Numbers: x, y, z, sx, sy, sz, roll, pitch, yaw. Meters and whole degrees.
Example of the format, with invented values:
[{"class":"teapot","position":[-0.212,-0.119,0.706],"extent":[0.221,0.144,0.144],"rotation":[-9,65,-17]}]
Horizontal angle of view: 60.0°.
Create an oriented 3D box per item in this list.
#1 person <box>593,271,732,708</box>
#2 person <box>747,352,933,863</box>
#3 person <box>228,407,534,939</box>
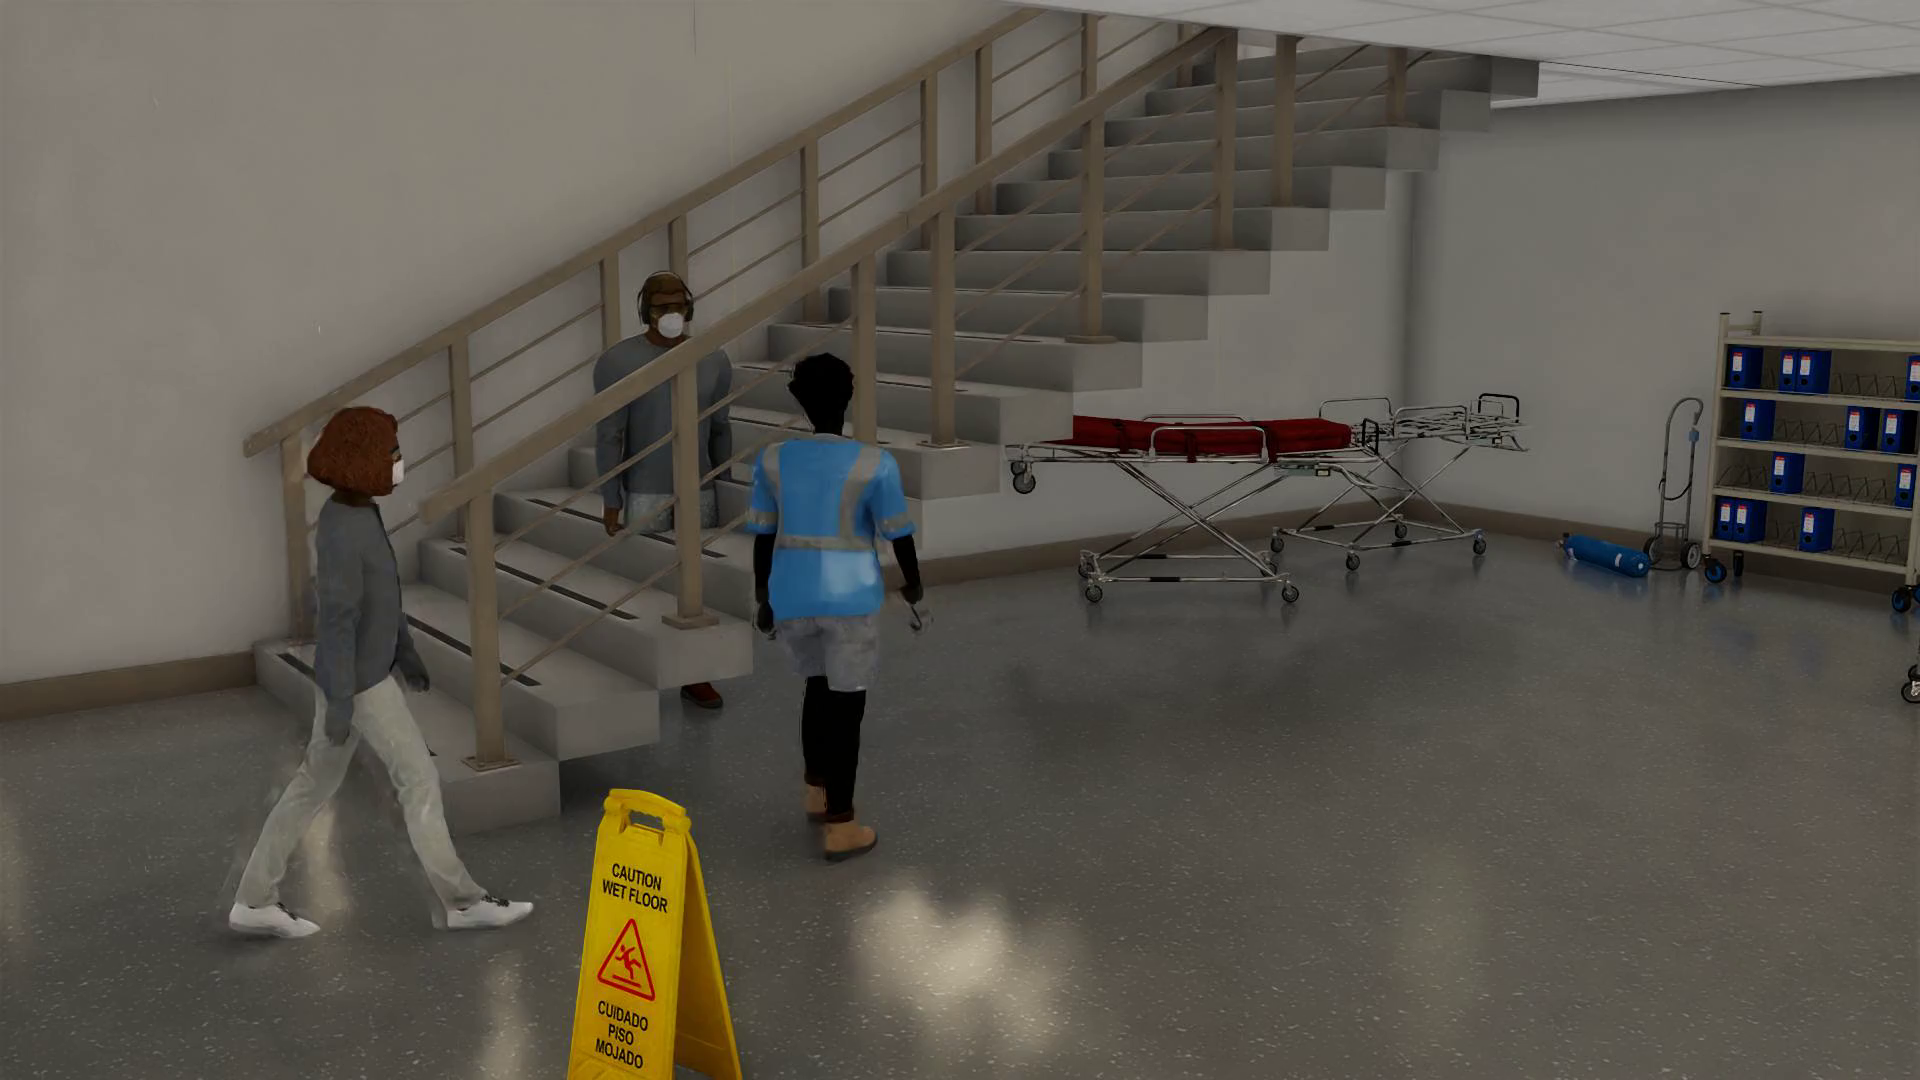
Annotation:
[{"class":"person","position":[-1.279,-0.200,7.287],"extent":[0.635,1.937,0.352],"rotation":[-6,12,-31]},{"class":"person","position":[-0.394,0.213,5.620],"extent":[0.588,1.676,0.539],"rotation":[4,11,24]},{"class":"person","position":[-1.758,0.401,4.849],"extent":[0.861,1.588,0.501],"rotation":[-3,10,-19]}]
